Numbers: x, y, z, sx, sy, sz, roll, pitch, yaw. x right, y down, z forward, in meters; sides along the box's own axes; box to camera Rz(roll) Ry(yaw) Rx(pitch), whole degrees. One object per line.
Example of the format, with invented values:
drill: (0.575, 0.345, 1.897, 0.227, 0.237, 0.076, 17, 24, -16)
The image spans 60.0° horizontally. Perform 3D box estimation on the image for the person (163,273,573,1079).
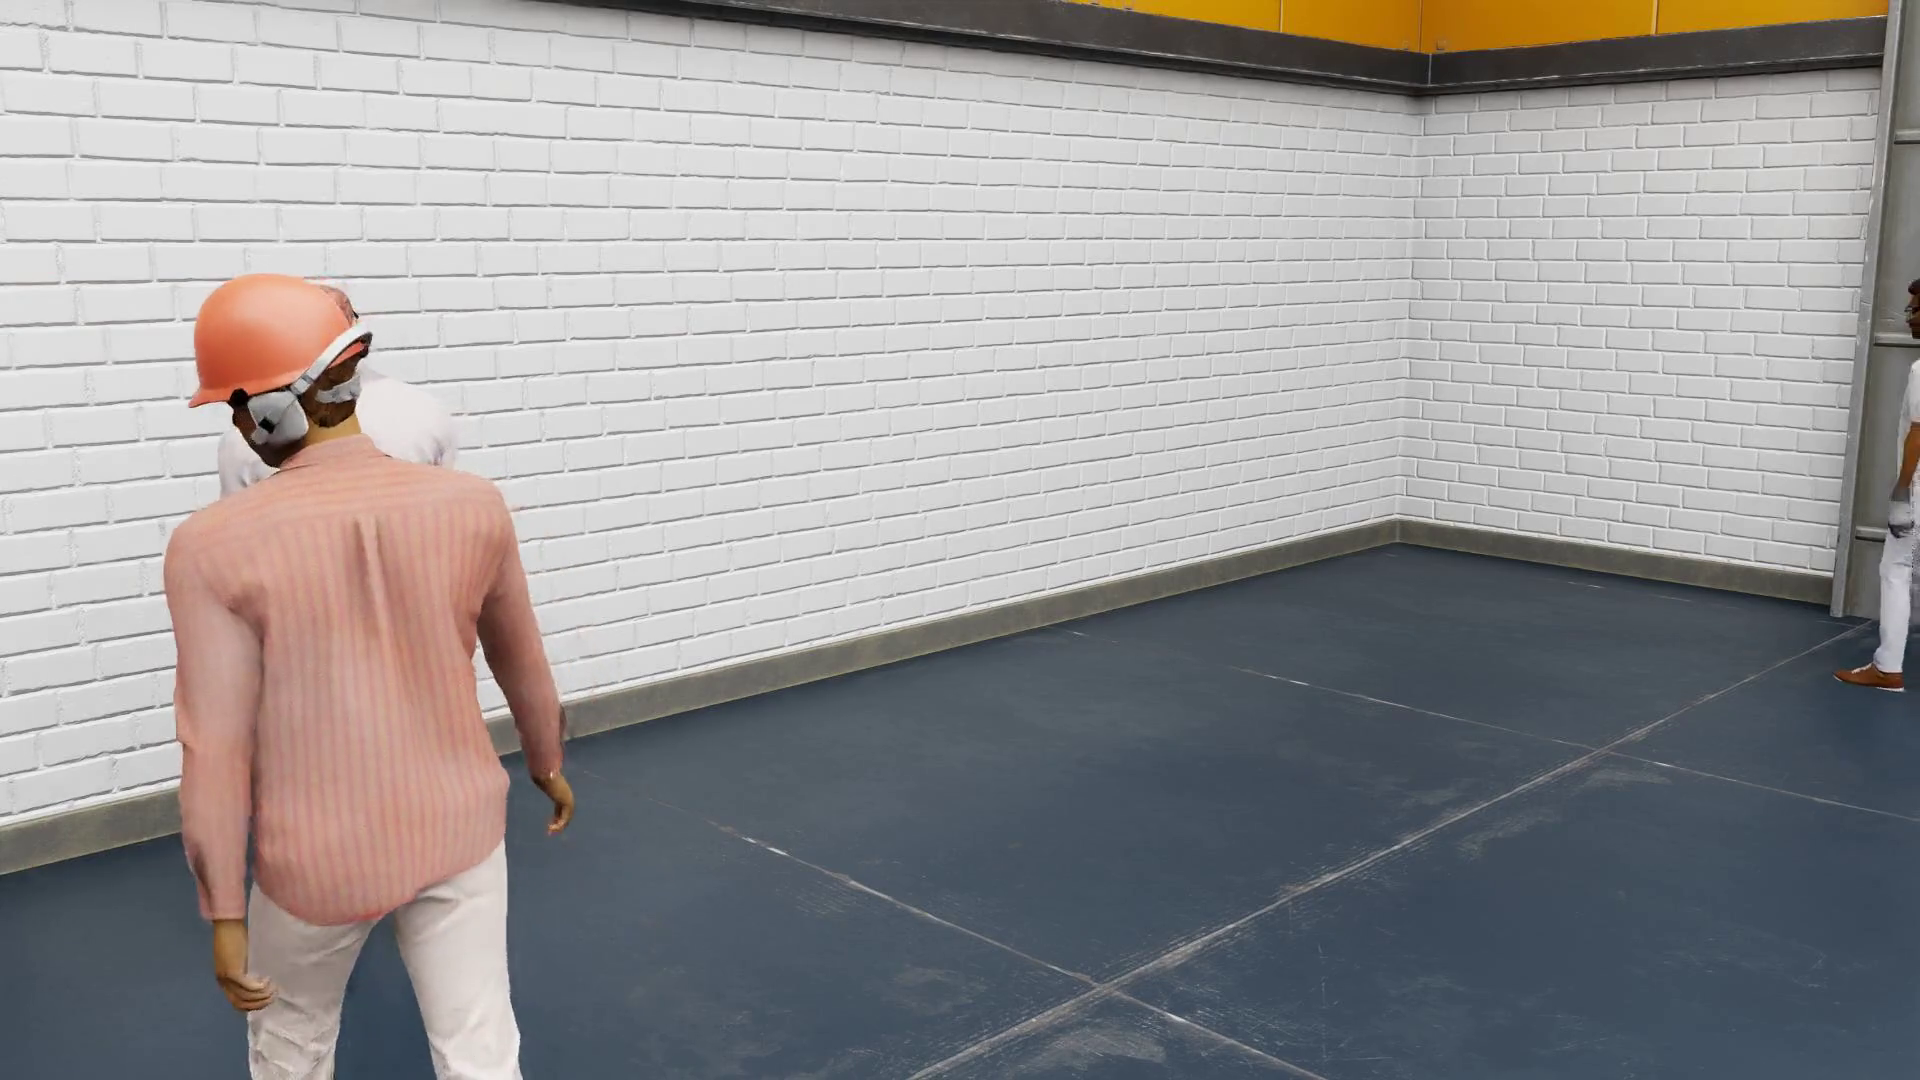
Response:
person: (-1.021, 0.508, 2.991, 0.764, 1.947, 0.878, -8, 13, -38)

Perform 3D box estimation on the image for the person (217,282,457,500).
person: (-1.737, 0.223, 4.727, 0.691, 1.894, 0.539, -7, 12, -32)

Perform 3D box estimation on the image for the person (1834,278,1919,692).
person: (4.249, -0.216, 7.228, 0.541, 1.854, 0.629, -7, 12, -33)
